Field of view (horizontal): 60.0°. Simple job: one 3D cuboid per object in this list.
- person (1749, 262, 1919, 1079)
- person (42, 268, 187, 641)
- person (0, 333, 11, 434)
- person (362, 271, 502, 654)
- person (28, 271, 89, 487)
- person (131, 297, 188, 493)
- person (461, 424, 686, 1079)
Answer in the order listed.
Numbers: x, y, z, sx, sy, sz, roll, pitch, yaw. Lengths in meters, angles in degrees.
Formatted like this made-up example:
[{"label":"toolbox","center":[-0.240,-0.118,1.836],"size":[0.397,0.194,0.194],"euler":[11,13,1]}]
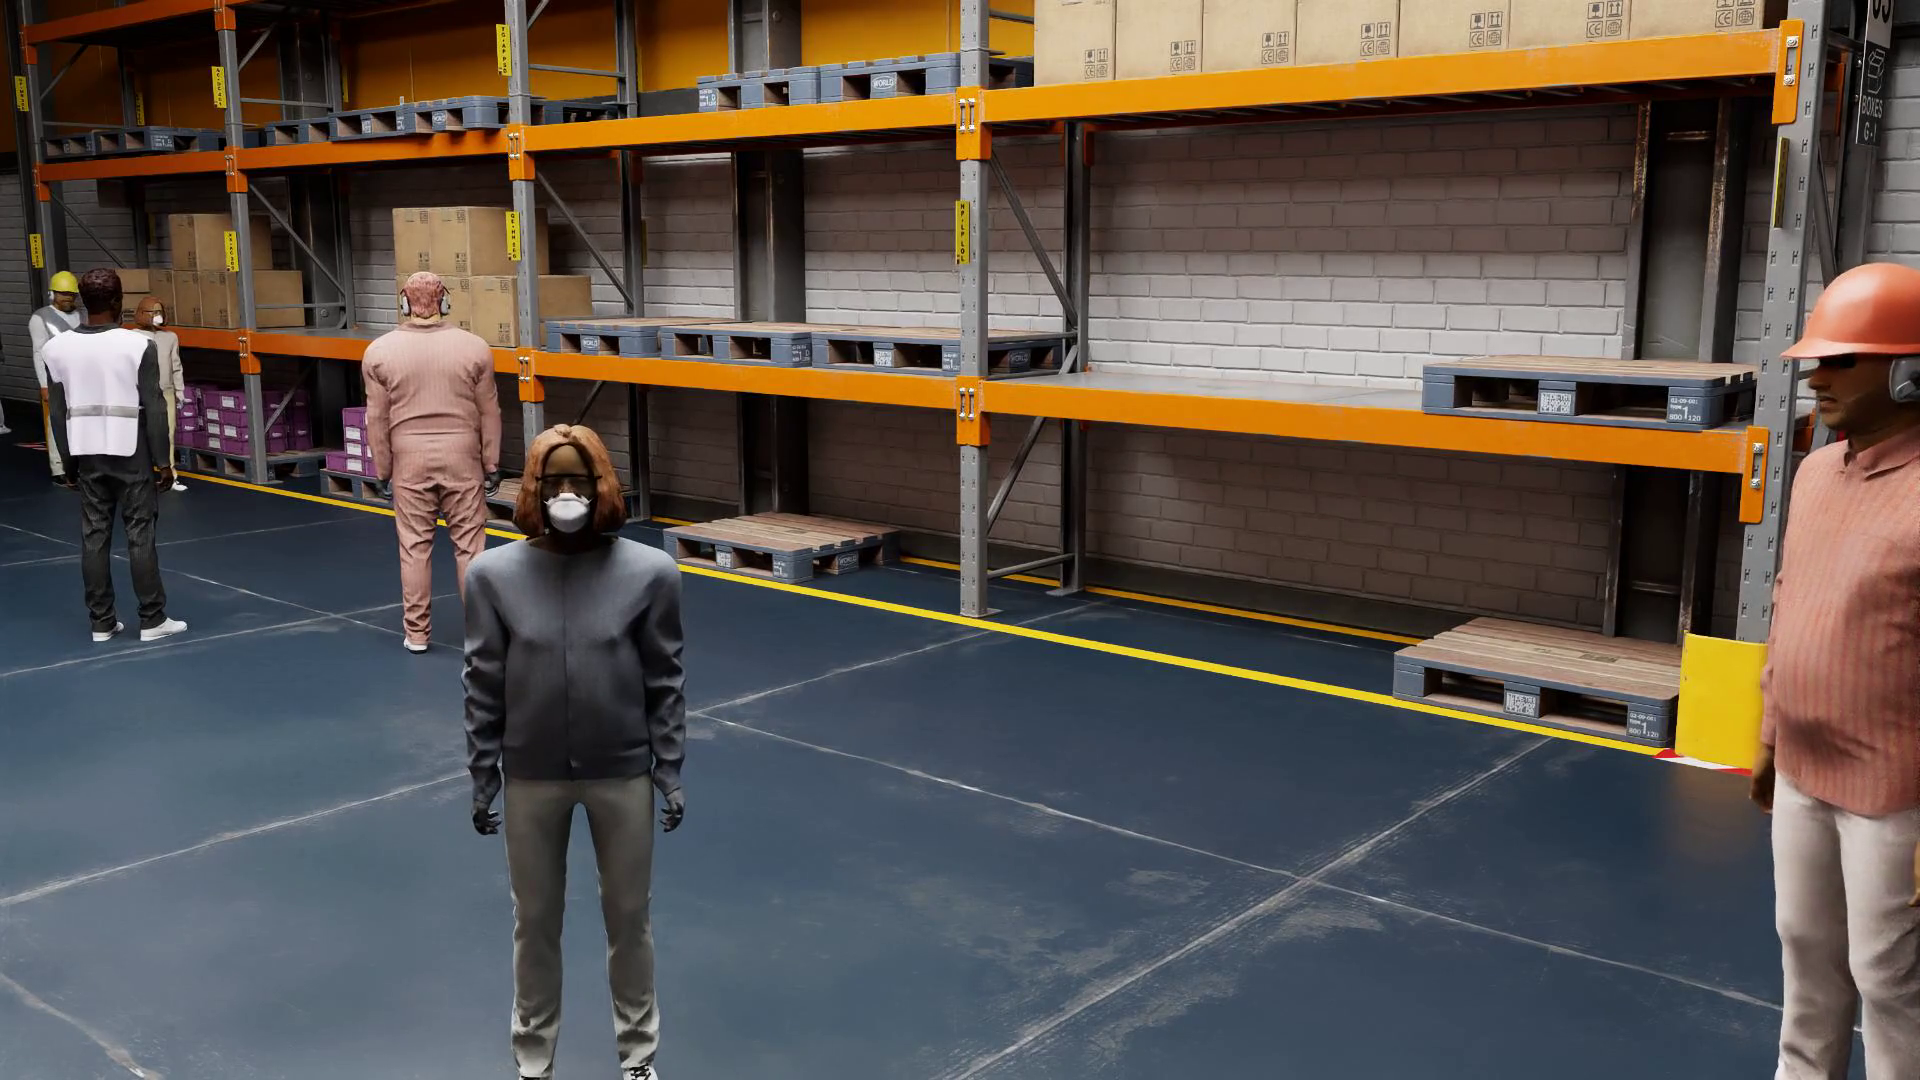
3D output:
[{"label":"person","center":[1.782,0.455,3.322],"size":[0.396,1.992,0.622],"euler":[-1,10,-6]},{"label":"person","center":[-4.350,-0.424,8.544],"size":[0.590,1.919,0.392],"euler":[0,10,0]},{"label":"person","center":[-10.648,-2.059,18.014],"size":[0.520,1.865,0.333],"euler":[-3,10,-18]},{"label":"person","center":[-2.616,-0.378,8.321],"size":[0.643,1.908,0.411],"euler":[-3,10,-15]},{"label":"person","center":[-7.601,-1.375,14.209],"size":[0.403,1.828,0.594],"euler":[4,11,22]},{"label":"person","center":[-6.659,-1.193,13.763],"size":[0.279,1.627,0.499],"euler":[6,12,31]},{"label":"person","center":[-0.874,0.548,3.811],"size":[0.500,1.636,0.280],"euler":[-2,10,-10]}]
